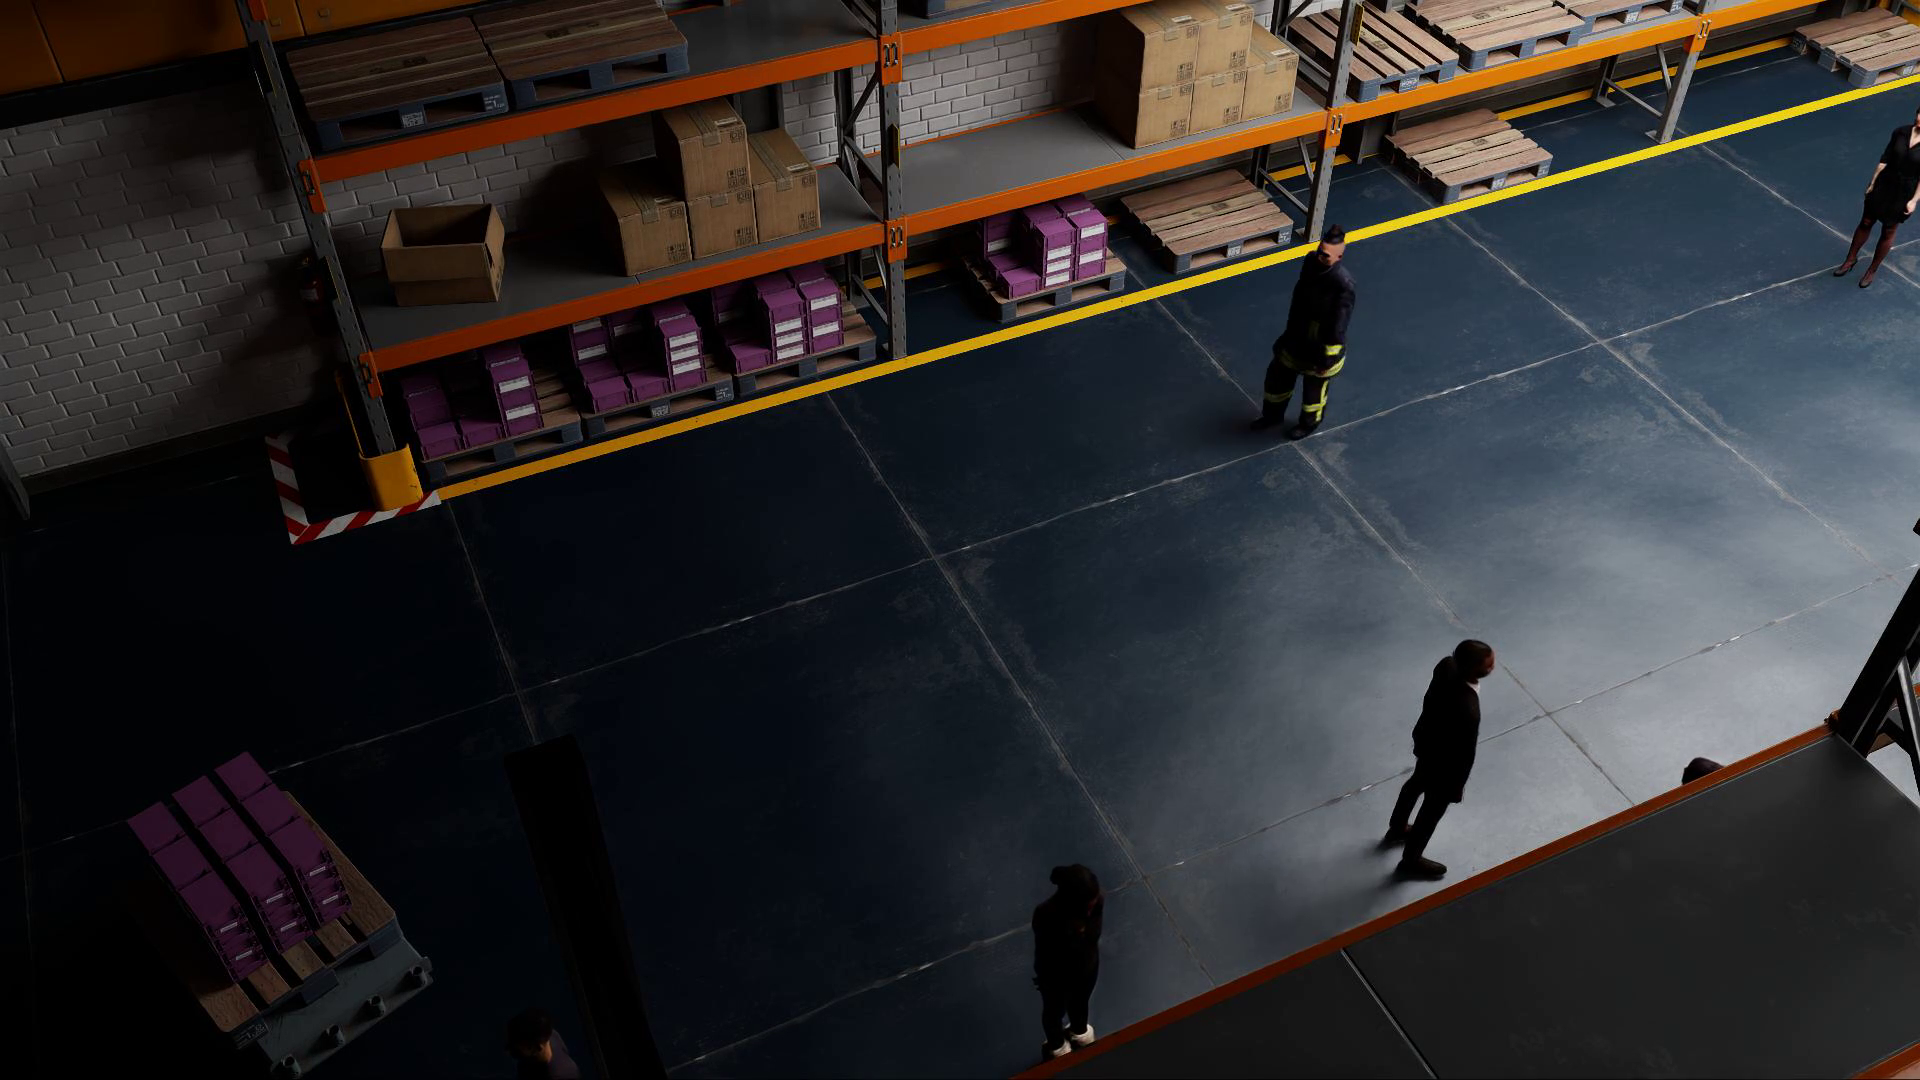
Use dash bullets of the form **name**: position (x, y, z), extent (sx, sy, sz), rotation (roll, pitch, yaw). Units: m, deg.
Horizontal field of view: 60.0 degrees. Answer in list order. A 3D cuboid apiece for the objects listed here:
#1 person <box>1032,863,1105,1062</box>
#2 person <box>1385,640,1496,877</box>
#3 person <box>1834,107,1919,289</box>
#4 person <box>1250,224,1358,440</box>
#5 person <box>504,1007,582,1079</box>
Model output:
- **person**: position (0.542, 2.164, 8.467), extent (0.612, 1.662, 0.665), rotation (0, 44, 0)
- **person**: position (2.712, 1.209, 9.369), extent (0.666, 1.800, 0.729), rotation (-4, 44, -4)
- **person**: position (7.706, -2.870, 13.718), extent (0.576, 1.706, 0.631), rotation (-29, 51, -27)
- **person**: position (2.662, -1.540, 12.214), extent (0.802, 1.855, 0.809), rotation (-21, 48, -21)
- **person**: position (-1.883, 2.711, 7.818), extent (0.611, 1.765, 0.672), rotation (-27, 50, -25)
